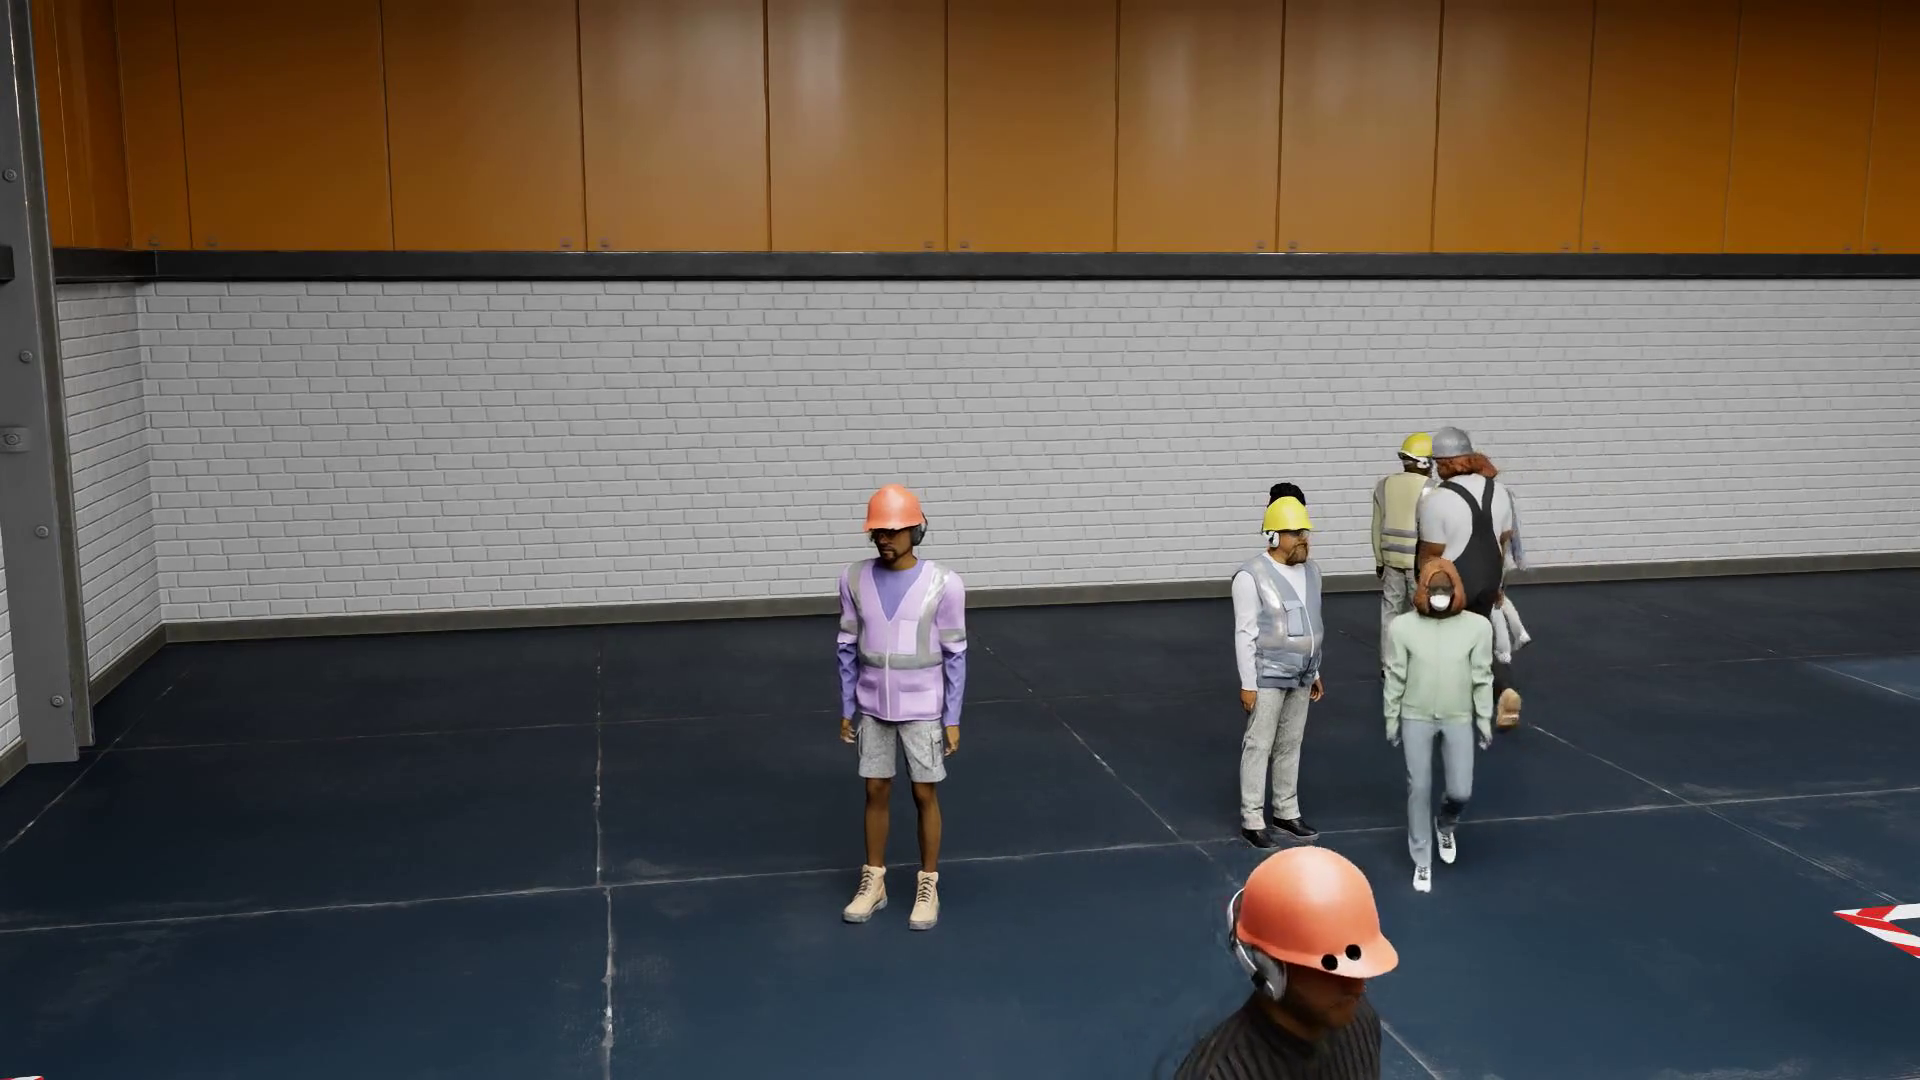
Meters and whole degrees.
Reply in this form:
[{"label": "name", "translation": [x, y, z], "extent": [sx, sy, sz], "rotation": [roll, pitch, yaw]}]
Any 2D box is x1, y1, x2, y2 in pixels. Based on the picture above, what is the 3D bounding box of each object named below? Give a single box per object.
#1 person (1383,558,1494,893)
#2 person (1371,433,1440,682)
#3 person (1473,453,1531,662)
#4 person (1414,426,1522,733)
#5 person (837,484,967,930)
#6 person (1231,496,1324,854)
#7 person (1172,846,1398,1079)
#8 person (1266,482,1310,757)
[{"label": "person", "translation": [2.315, 0.879, 8.073], "extent": [0.525, 1.620, 0.412], "rotation": [2, 10, 14]}, {"label": "person", "translation": [3.241, 0.144, 11.942], "extent": [0.404, 1.829, 0.591], "rotation": [-9, 13, -43]}, {"label": "person", "translation": [4.020, 0.139, 12.643], "extent": [0.535, 1.601, 0.454], "rotation": [-5, 11, -30]}, {"label": "person", "translation": [3.182, 0.272, 10.516], "extent": [0.706, 2.000, 0.722], "rotation": [-4, 10, -25]}, {"label": "person", "translation": [-0.278, 0.759, 7.546], "extent": [0.609, 2.043, 0.397], "rotation": [3, 10, 19]}, {"label": "person", "translation": [1.668, 0.686, 8.617], "extent": [0.590, 1.837, 0.404], "rotation": [-7, 12, -37]}, {"label": "person", "translation": [0.674, 1.532, 3.098], "extent": [0.647, 1.947, 0.970], "rotation": [-8, 12, -39]}, {"label": "person", "translation": [1.989, 0.489, 10.242], "extent": [0.318, 1.697, 0.535], "rotation": [4, 10, 22]}]
